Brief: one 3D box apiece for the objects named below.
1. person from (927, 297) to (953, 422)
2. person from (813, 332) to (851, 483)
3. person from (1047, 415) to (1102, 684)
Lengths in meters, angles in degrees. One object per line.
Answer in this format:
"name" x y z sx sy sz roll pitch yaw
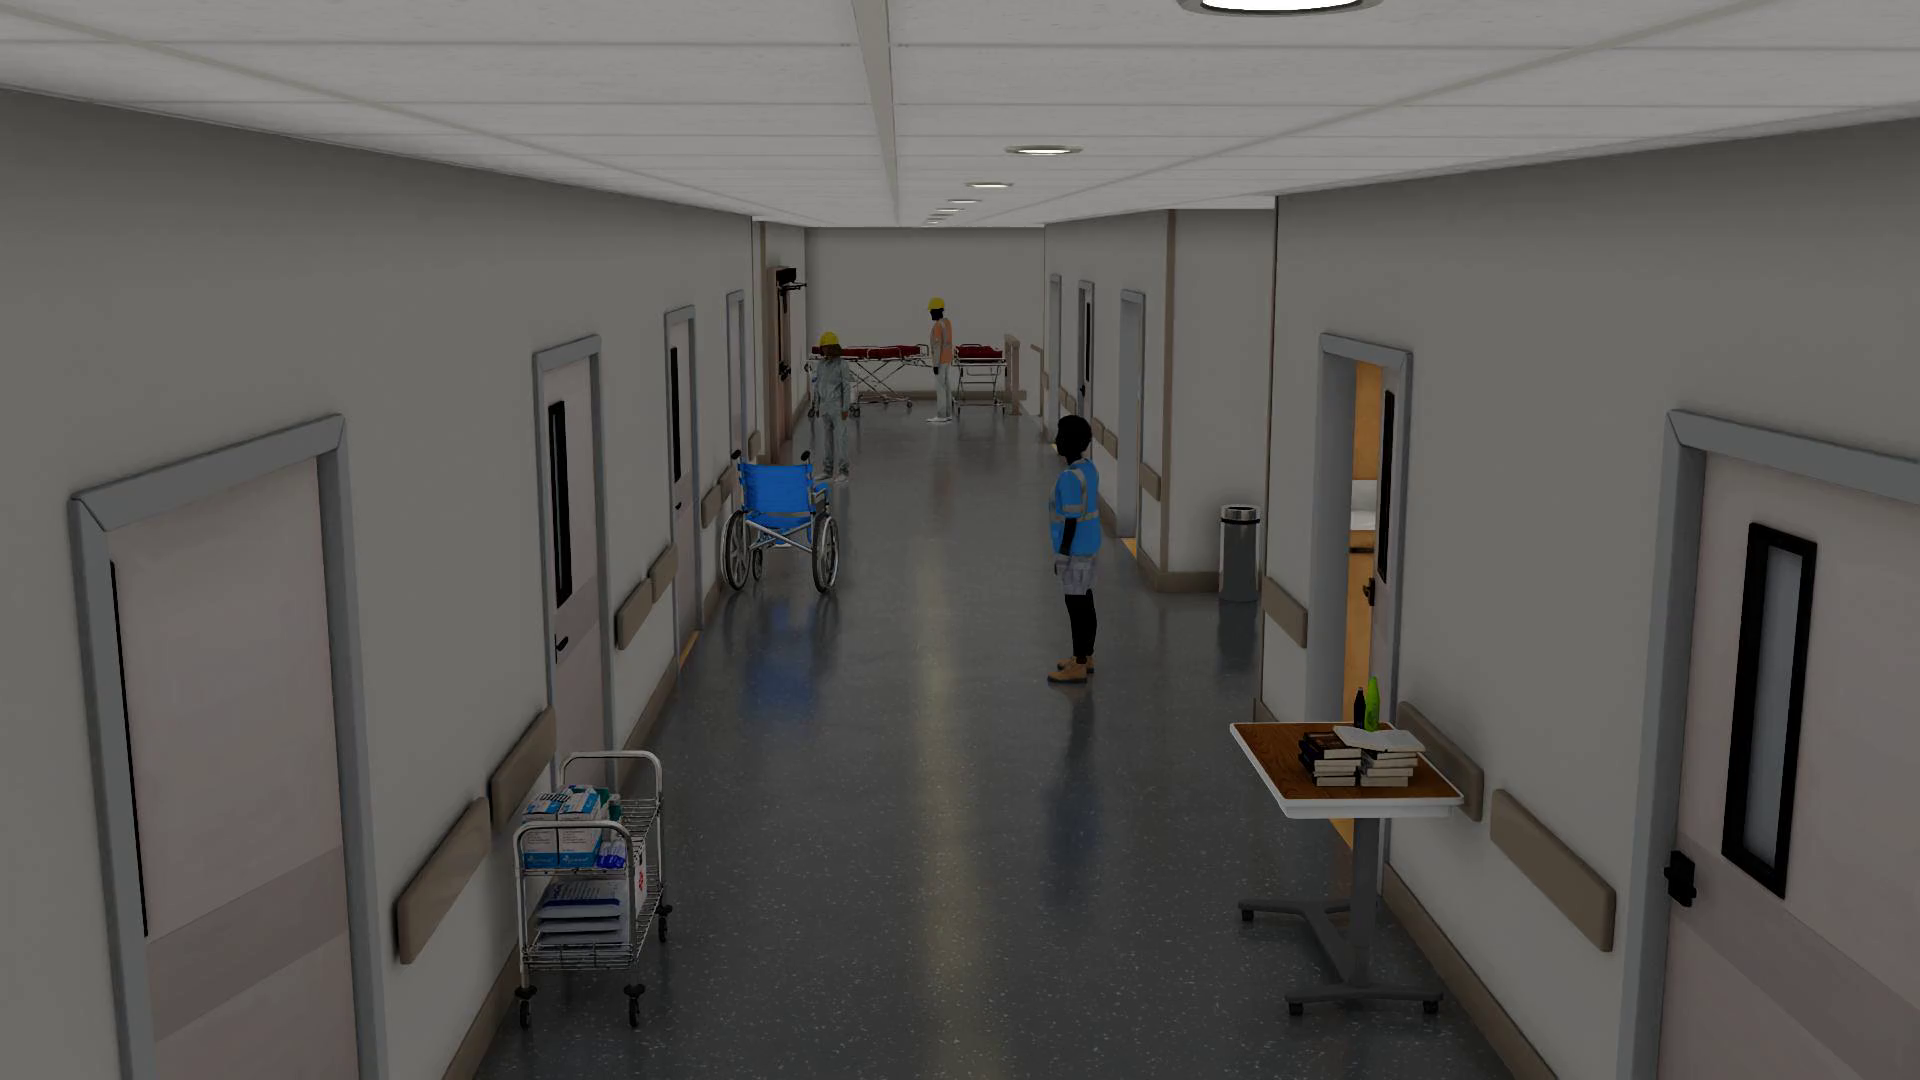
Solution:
"person" -0.318 -2.774 25.665 0.393 1.918 0.585 3 11 16
"person" -1.484 -1.528 19.200 0.490 1.743 0.324 8 13 38
"person" 0.722 0.057 10.499 0.321 1.697 0.529 3 11 18
